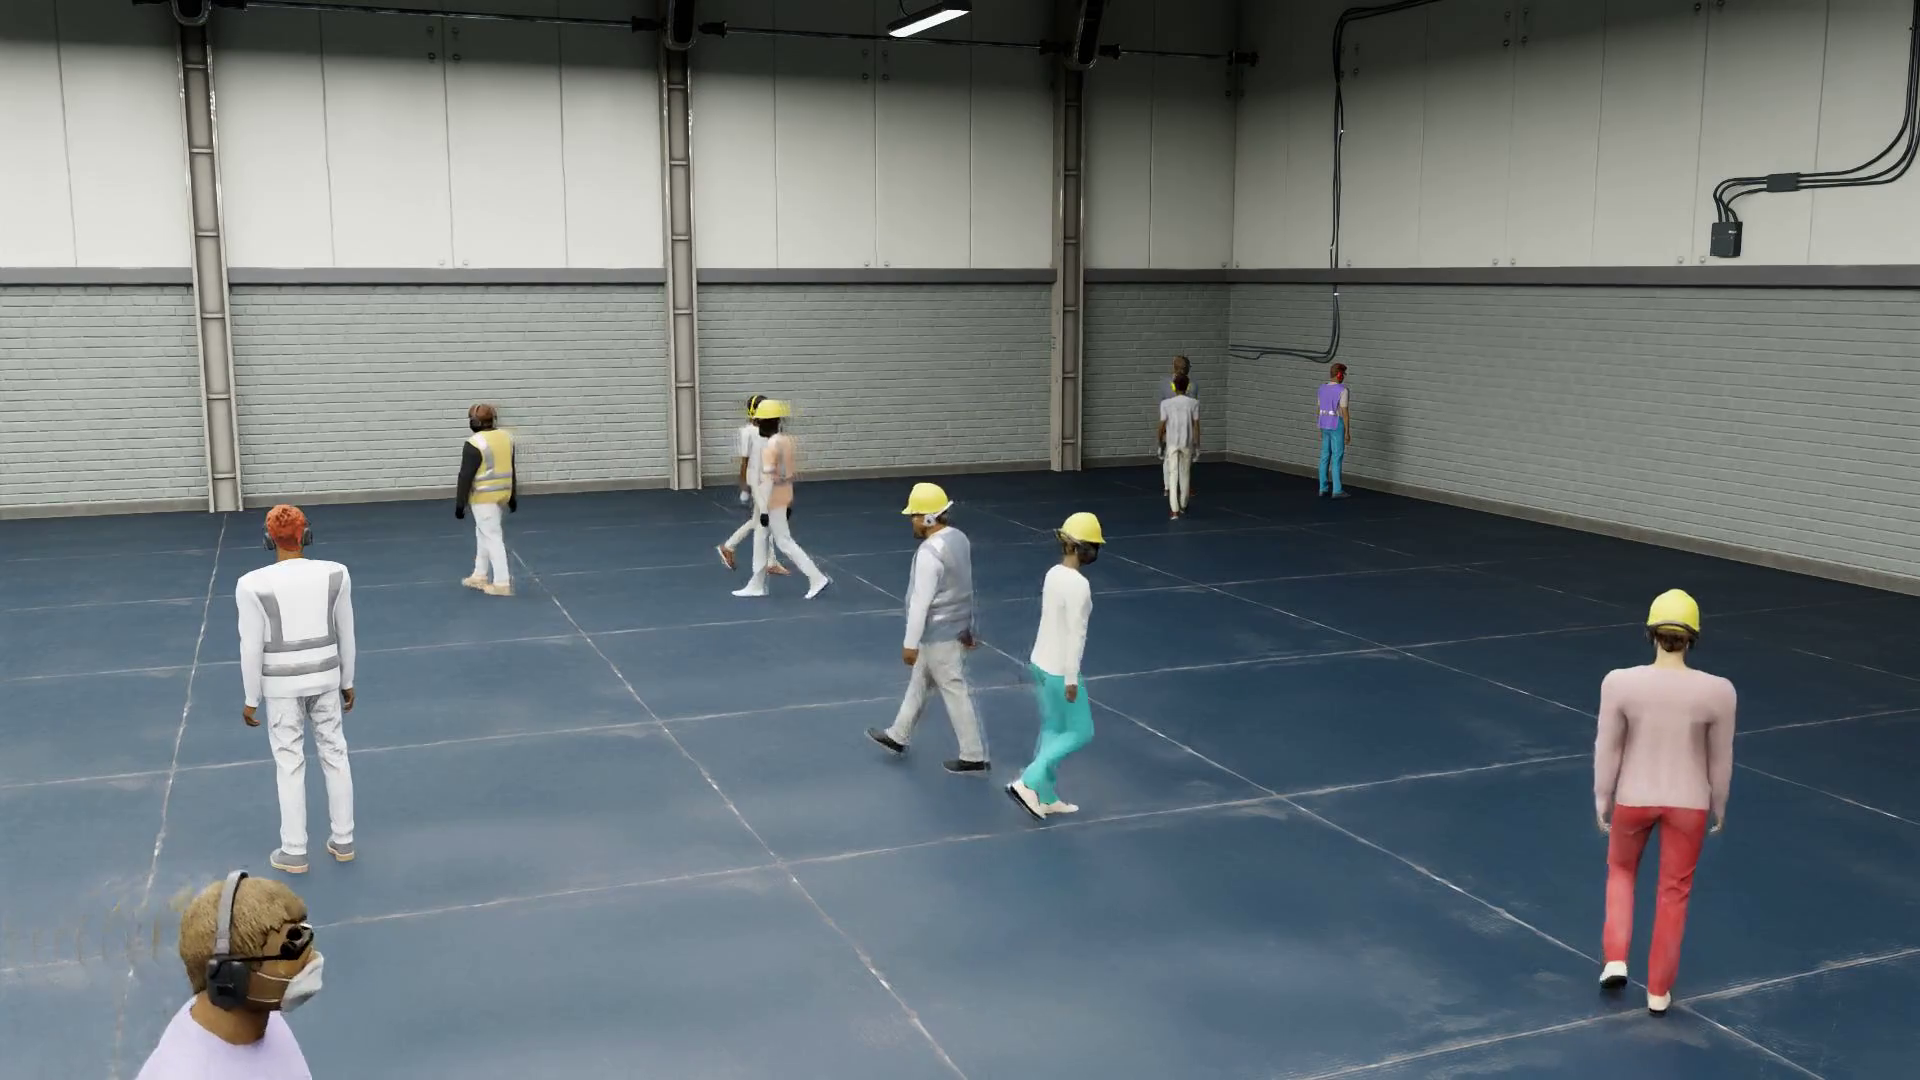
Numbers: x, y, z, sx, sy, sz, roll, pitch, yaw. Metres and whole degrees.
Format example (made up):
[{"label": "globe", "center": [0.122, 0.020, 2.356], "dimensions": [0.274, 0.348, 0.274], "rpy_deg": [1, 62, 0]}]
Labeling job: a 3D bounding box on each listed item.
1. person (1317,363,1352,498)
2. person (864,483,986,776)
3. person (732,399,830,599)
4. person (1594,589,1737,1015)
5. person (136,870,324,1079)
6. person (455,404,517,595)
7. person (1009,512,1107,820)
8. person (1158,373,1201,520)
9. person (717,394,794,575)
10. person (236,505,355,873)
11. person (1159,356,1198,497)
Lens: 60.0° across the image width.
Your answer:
[{"label": "person", "center": [5.094, -1.489, 22.701], "dimensions": [0.390, 1.838, 0.563], "rpy_deg": [-5, 10, -30]}, {"label": "person", "center": [-0.226, 0.538, 10.138], "dimensions": [0.909, 1.779, 0.606], "rpy_deg": [3, 10, 19]}, {"label": "person", "center": [-1.669, -0.374, 15.553], "dimensions": [0.922, 1.894, 0.596], "rpy_deg": [1, 9, 5]}, {"label": "person", "center": [2.889, 1.077, 6.859], "dimensions": [0.524, 1.755, 0.400], "rpy_deg": [4, 10, 24]}, {"label": "person", "center": [-1.307, 1.573, 3.269], "dimensions": [0.883, 1.905, 0.635], "rpy_deg": [-1, 9, -8]}, {"label": "person", "center": [-4.598, -0.384, 15.820], "dimensions": [0.784, 1.814, 0.661], "rpy_deg": [3, 10, 20]}, {"label": "person", "center": [0.562, 0.711, 9.233], "dimensions": [0.534, 1.735, 0.542], "rpy_deg": [-3, 9, -17]}, {"label": "person", "center": [2.744, -1.178, 20.861], "dimensions": [0.518, 1.812, 1.012], "rpy_deg": [1, 9, 6]}, {"label": "person", "center": [-2.101, -0.565, 16.898], "dimensions": [0.841, 1.847, 0.521], "rpy_deg": [3, 10, 20]}, {"label": "person", "center": [-3.366, 0.752, 8.480], "dimensions": [0.575, 1.885, 0.361], "rpy_deg": [-8, 12, -40]}, {"label": "person", "center": [3.010, -1.551, 22.773], "dimensions": [0.635, 1.938, 0.359], "rpy_deg": [9, 13, 43]}]
